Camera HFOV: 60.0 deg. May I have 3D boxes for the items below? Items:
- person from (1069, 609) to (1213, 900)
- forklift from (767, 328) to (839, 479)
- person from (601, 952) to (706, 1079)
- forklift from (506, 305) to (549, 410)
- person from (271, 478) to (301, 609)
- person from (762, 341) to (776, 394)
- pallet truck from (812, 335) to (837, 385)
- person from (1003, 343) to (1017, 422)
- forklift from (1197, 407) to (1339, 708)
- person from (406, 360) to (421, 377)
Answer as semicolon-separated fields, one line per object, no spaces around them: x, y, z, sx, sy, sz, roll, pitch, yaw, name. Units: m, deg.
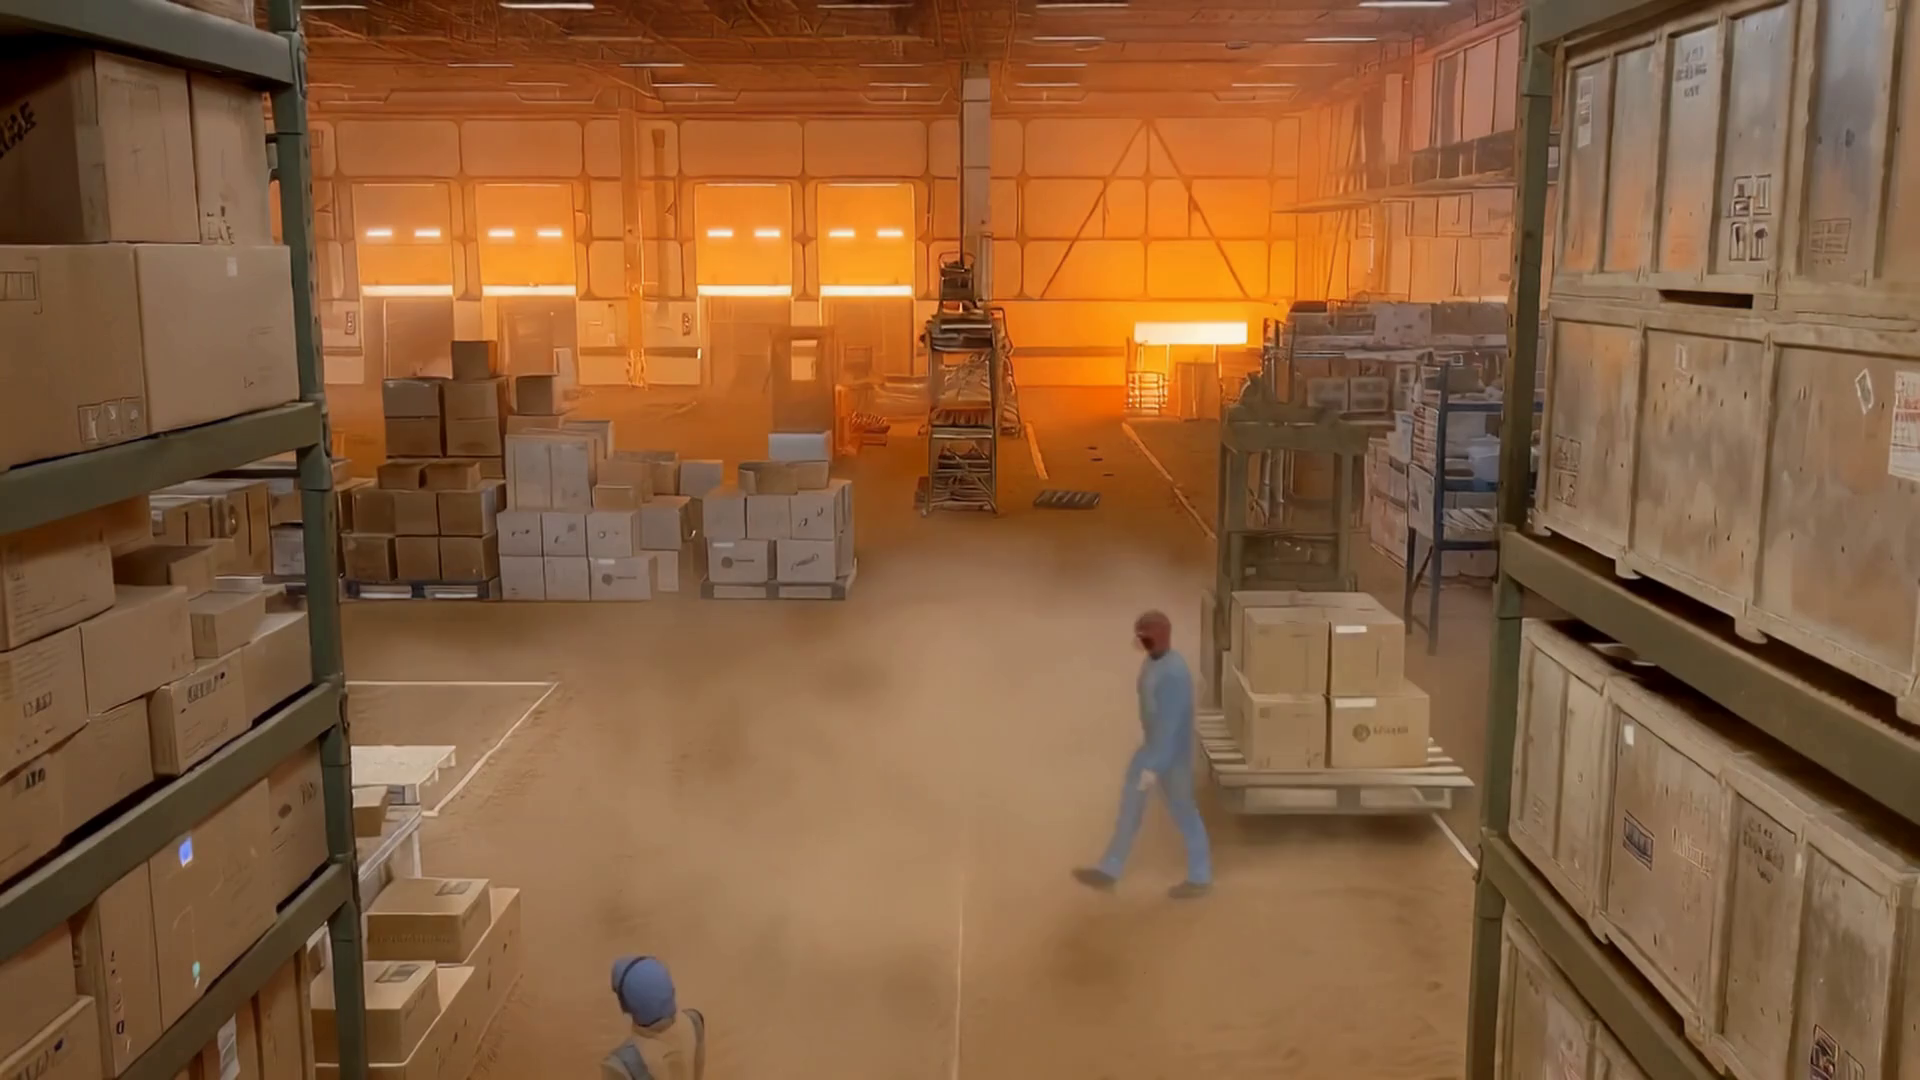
1.185;1.383;10.579;0.985;1.893;0.656;-2;10;-12;person
-2.738;-2.265;28.771;1.129;2.768;1.873;0;10;1;forklift
-1.103;2.293;6.059;0.314;1.636;0.515;6;11;30;person
-10.735;-4.452;41.385;1.129;2.768;1.873;0;10;1;forklift
-6.764;0.332;16.412;0.750;1.964;0.614;4;10;20;person
-5.389;-5.053;48.554;0.873;1.587;0.532;-1;10;-5;person
-3.021;-4.312;43.126;1.885;1.965;0.823;3;10;17;pallet truck
1.203;-3.849;40.623;0.353;1.937;0.635;0;10;1;person
2.693;0.257;14.220;1.129;2.768;1.873;0;10;1;forklift
-11.270;-2.732;34.217;0.565;1.927;0.647;-2;10;-13;person
